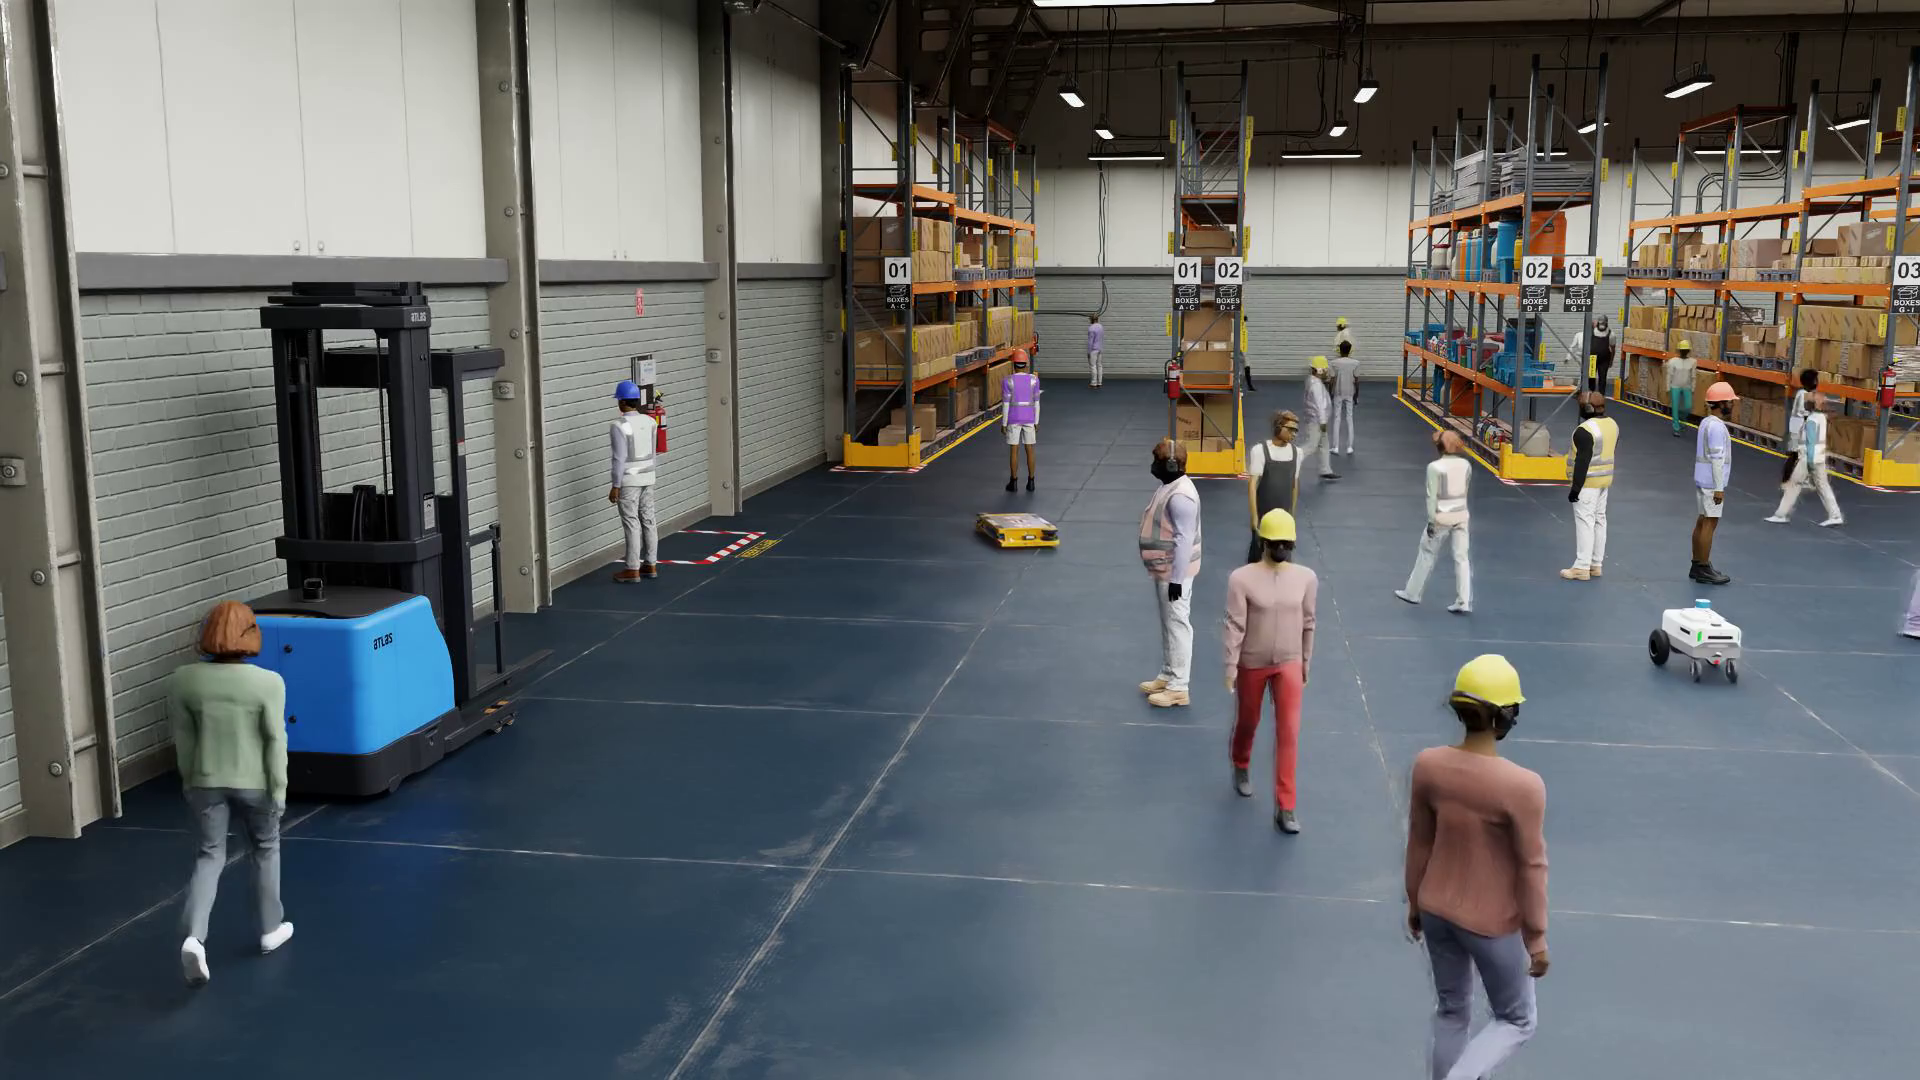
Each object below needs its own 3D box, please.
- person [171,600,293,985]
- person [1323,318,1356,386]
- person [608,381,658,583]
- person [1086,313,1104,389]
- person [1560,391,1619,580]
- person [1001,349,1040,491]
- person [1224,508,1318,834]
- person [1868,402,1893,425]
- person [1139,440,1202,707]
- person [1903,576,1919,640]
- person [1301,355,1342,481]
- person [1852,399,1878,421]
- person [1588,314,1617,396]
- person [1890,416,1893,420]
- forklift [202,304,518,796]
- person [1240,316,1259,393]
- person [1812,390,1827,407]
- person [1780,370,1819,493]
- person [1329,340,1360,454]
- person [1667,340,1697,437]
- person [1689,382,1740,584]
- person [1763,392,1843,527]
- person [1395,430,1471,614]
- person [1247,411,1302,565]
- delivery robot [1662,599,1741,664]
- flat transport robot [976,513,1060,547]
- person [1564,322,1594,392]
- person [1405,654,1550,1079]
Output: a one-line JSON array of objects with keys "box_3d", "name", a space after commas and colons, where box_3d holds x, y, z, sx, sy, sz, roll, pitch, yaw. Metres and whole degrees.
[{"box_3d": [-3.136, 1.064, 7.125, 0.499, 1.610, 0.720, 0, 9, -3], "name": "person"}, {"box_3d": [9.935, -4.890, 43.321, 0.924, 1.784, 0.613, -1, 9, -5], "name": "person"}, {"box_3d": [-3.180, -0.572, 16.176, 0.391, 1.949, 0.602, 5, 11, 30], "name": "person"}, {"box_3d": [3.452, -4.826, 42.486, 0.373, 1.934, 0.630, 6, 11, 34], "name": "person"}, {"box_3d": [6.168, -0.541, 16.327, 0.625, 1.841, 0.429, -8, 12, -42], "name": "person"}, {"box_3d": [0.823, -1.646, 22.831, 0.543, 1.940, 0.361, -2, 9, -12], "name": "person"}, {"box_3d": [1.712, 0.662, 9.259, 0.530, 1.729, 0.900, -1, 9, -4], "name": "person"}, {"box_3d": [17.450, -3.029, 31.415, 0.637, 1.914, 0.800, 2, 9, 11], "name": "person"}, {"box_3d": [1.461, 0.223, 11.602, 0.430, 1.845, 0.623, 0, 9, 0], "name": "person"}, {"box_3d": [8.138, -0.070, 13.321, 0.956, 1.859, 0.659, 5, 10, 27], "name": "person"}, {"box_3d": [5.043, -1.734, 23.774, 0.813, 1.808, 0.589, 2, 9, 11], "name": "person"}, {"box_3d": [17.817, -3.169, 32.569, 0.630, 1.841, 0.979, 1, 9, 5], "name": "person"}, {"box_3d": [14.775, -4.204, 38.423, 0.695, 2.000, 0.640, 4, 10, 26], "name": "person"}, {"box_3d": [18.516, -3.327, 33.279, 0.553, 1.913, 0.534, -1, 9, -6], "name": "person"}, {"box_3d": [-3.673, -0.038, 10.147, 1.129, 2.768, 1.873, 1, 9, 9], "name": "forklift"}, {"box_3d": [6.910, -4.607, 41.199, 0.996, 1.918, 0.615, 4, 10, 23], "name": "person"}, {"box_3d": [17.588, -3.280, 33.927, 0.506, 1.607, 0.694, 3, 10, 20], "name": "person"}, {"box_3d": [11.462, -1.462, 22.498, 0.624, 1.671, 0.552, 4, 10, 22], "name": "person"}, {"box_3d": [6.331, -2.364, 27.471, 0.528, 1.871, 0.323, 0, 9, 2], "name": "person"}, {"box_3d": [13.146, -2.764, 30.300, 0.533, 1.755, 0.356, 2, 9, 10], "name": "person"}, {"box_3d": [7.317, -0.562, 16.132, 0.350, 1.942, 0.547, 2, 9, 11], "name": "person"}, {"box_3d": [10.066, -0.958, 19.674, 0.745, 1.617, 0.515, 9, 13, 44], "name": "person"}, {"box_3d": [4.276, -0.177, 14.803, 0.546, 1.601, 0.811, -4, 10, -24], "name": "person"}, {"box_3d": [2.755, -0.245, 14.675, 0.528, 1.798, 0.937, -1, 9, -8], "name": "person"}, {"box_3d": [5.579, 0.690, 12.525, 0.477, 0.478, 0.707, 0, 9, 1], "name": "delivery robot"}, {"box_3d": [0.633, -0.126, 18.713, 0.652, 0.197, 1.431, -2, 9, -11], "name": "flat transport robot"}, {"box_3d": [14.709, -4.258, 39.289, 0.991, 1.827, 0.675, -9, 13, -43], "name": "person"}, {"box_3d": [1.682, 1.251, 5.514, 0.458, 1.750, 0.548, -6, 11, -34], "name": "person"}]
